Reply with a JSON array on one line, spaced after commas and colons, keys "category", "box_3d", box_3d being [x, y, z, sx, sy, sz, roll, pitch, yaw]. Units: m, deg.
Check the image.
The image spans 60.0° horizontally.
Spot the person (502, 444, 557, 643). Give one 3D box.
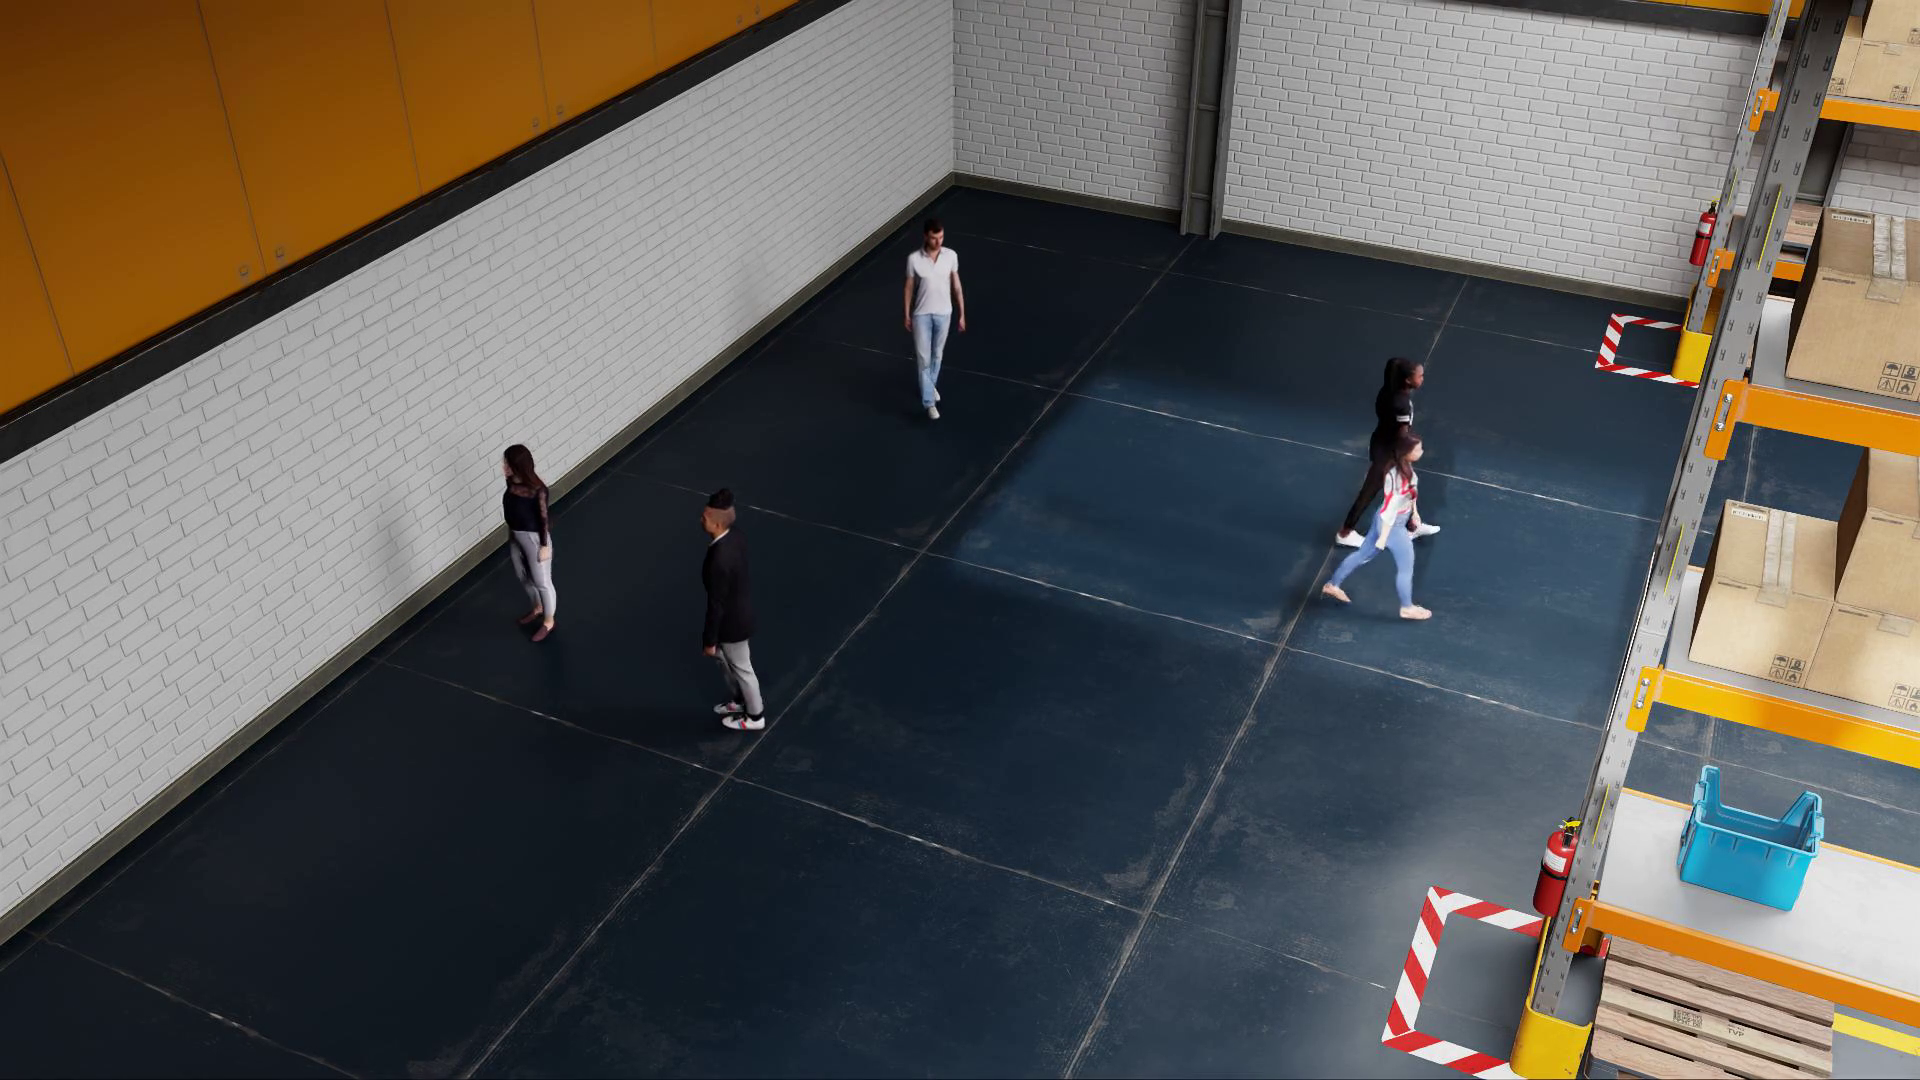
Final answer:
[{"category": "person", "box_3d": [-3.156, 0.000, 12.209, 0.588, 1.608, 0.725, 26, 42, 34]}]

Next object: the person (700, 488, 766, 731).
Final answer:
[{"category": "person", "box_3d": [-1.443, 0.495, 11.161, 0.823, 1.943, 0.840, 1, 34, 1]}]

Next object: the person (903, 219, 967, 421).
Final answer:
[{"category": "person", "box_3d": [-0.273, -2.072, 15.135, 1.082, 1.820, 1.132, -10, 35, -14]}]

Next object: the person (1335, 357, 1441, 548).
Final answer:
[{"category": "person", "box_3d": [3.281, -0.665, 13.129, 1.149, 1.697, 0.870, 3, 34, 5]}]

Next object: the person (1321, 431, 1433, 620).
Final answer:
[{"category": "person", "box_3d": [3.122, -0.122, 12.421, 1.119, 1.577, 0.768, 6, 34, 9]}]
